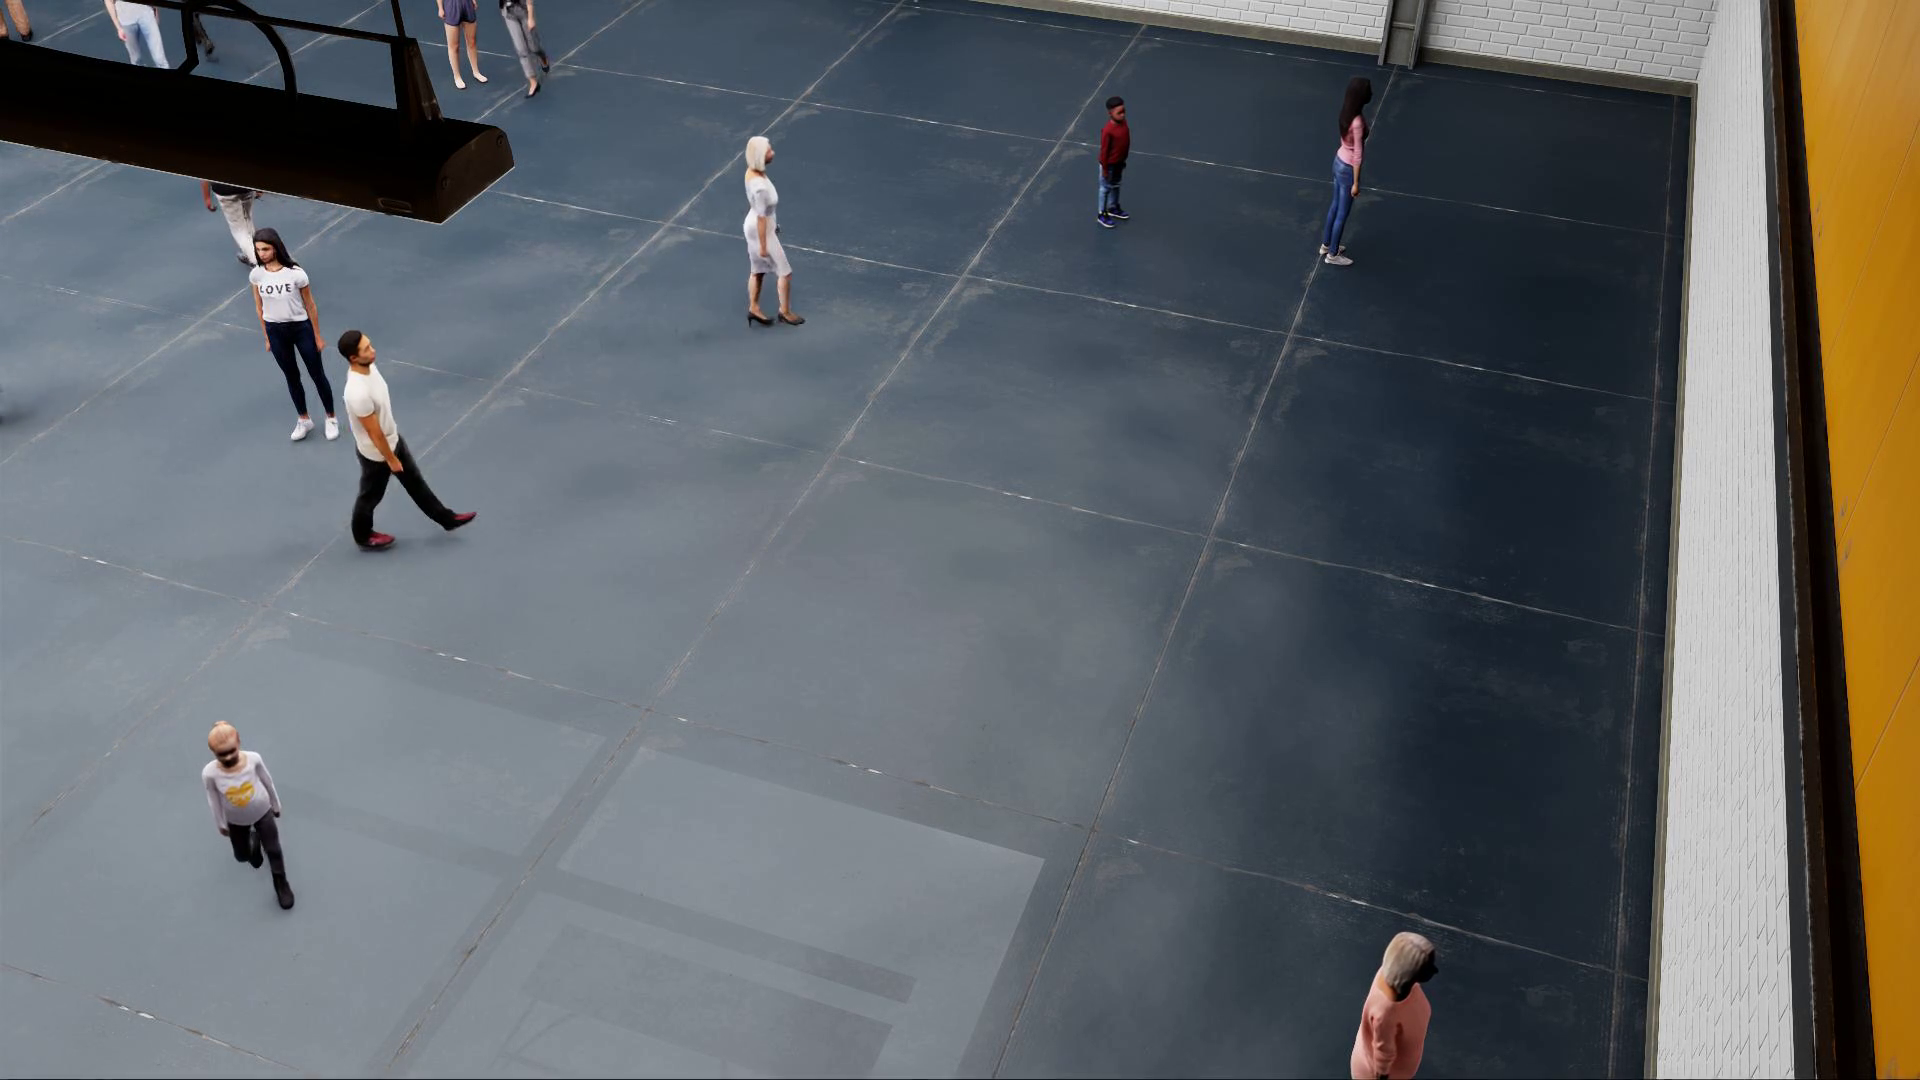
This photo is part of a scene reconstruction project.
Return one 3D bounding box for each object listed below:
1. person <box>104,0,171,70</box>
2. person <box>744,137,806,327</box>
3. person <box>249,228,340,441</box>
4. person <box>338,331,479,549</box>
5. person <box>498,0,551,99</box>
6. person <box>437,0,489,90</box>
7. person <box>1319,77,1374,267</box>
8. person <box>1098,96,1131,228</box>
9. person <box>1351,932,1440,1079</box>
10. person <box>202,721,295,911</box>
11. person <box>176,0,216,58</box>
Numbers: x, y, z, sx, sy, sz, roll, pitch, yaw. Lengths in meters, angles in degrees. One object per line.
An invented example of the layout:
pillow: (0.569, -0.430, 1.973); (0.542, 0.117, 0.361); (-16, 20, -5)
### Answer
person: (-8.710, -5.489, 17.551); (1.117, 1.817, 1.257); (-22, 44, -25)
person: (-1.737, -2.550, 13.936); (0.829, 1.736, 0.759); (-12, 40, -14)
person: (-5.079, -1.561, 12.667); (0.577, 1.775, 0.717); (-2, 39, -2)
person: (-4.124, -0.639, 11.524); (1.220, 1.760, 0.976); (-4, 39, -5)
person: (-4.697, -5.602, 17.847); (0.831, 1.625, 0.754); (4, 39, 5)
person: (-5.444, -5.747, 18.008); (0.668, 1.649, 0.668); (-28, 47, -31)
person: (3.471, -3.318, 14.893); (0.635, 1.742, 0.652); (-3, 39, -3)
person: (1.425, -3.575, 15.608); (0.569, 1.253, 0.561); (27, 46, 30)
person: (1.958, 2.403, 7.744); (0.511, 1.724, 0.600); (14, 41, 17)
person: (-3.976, 1.483, 9.259); (0.735, 1.271, 0.806); (-18, 42, -21)
person: (-8.693, -6.249, 18.669); (1.151, 1.611, 0.884); (31, 48, 32)
